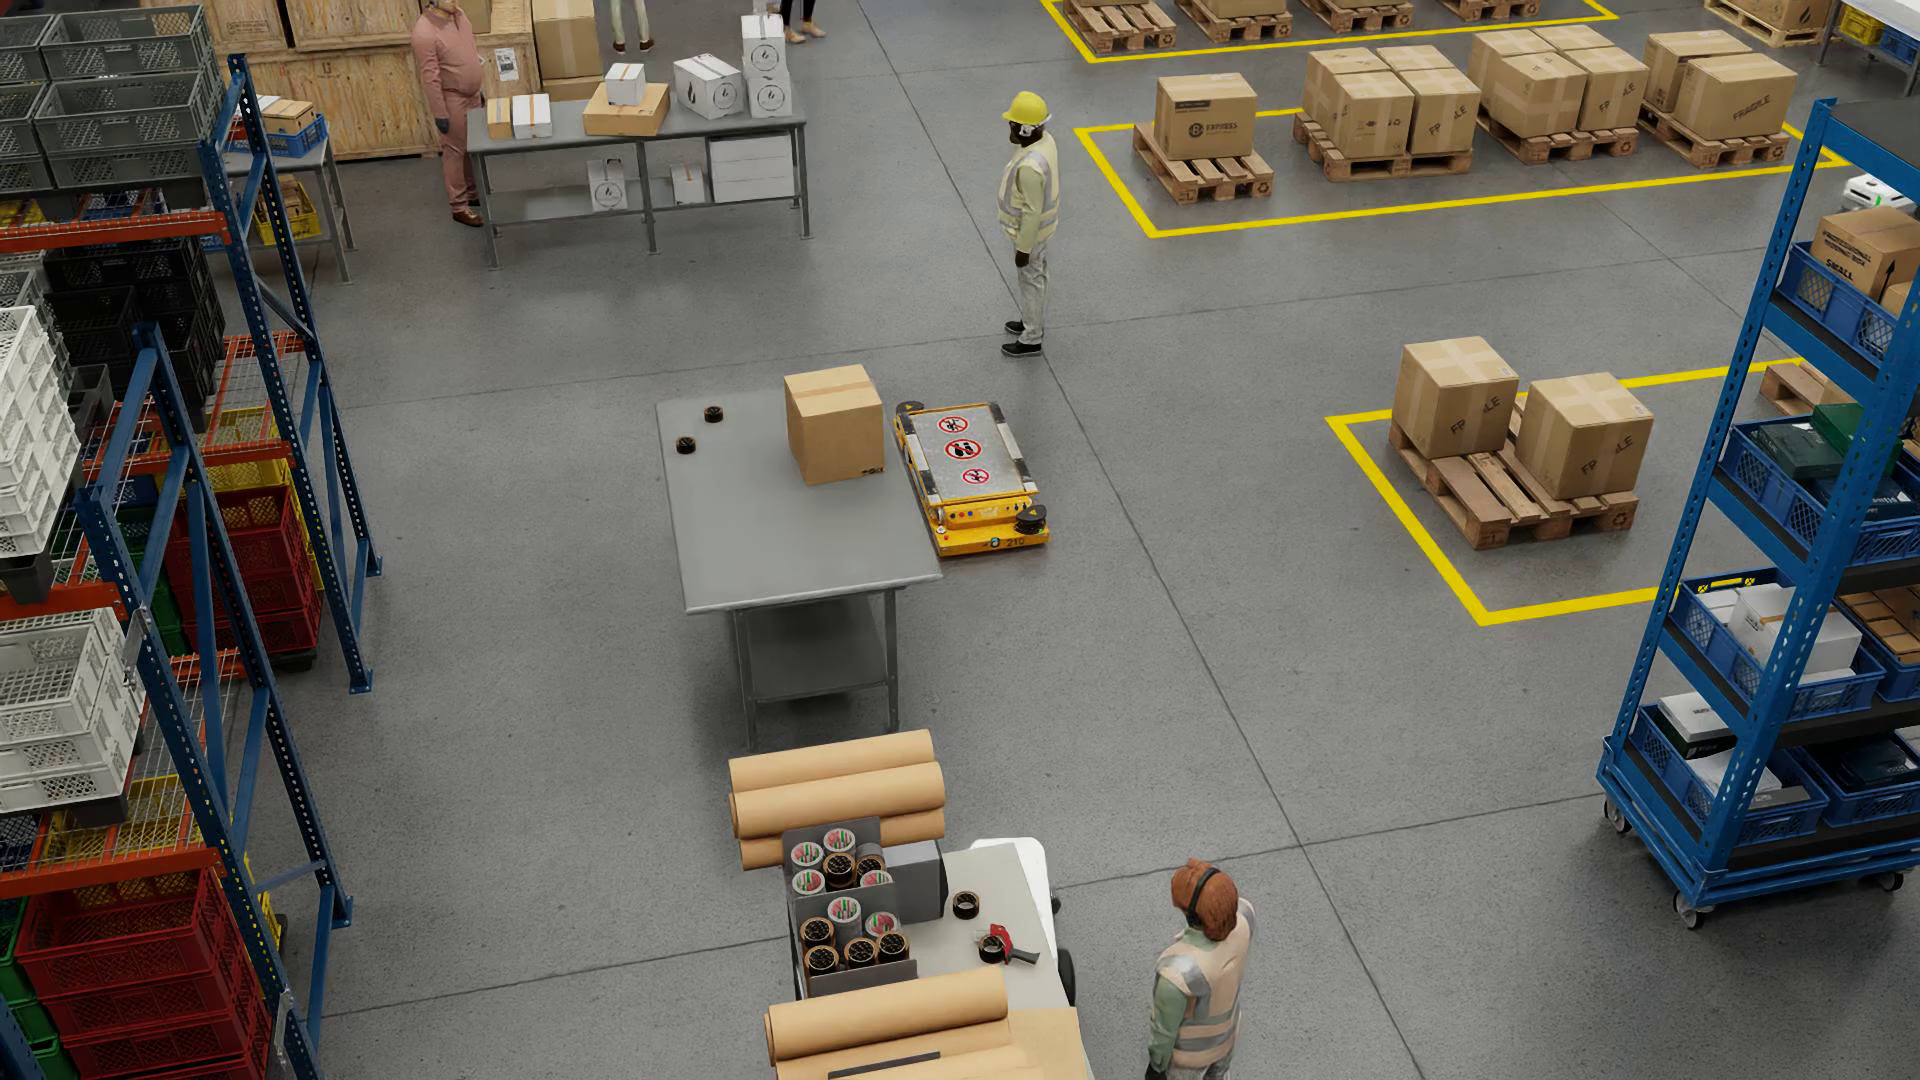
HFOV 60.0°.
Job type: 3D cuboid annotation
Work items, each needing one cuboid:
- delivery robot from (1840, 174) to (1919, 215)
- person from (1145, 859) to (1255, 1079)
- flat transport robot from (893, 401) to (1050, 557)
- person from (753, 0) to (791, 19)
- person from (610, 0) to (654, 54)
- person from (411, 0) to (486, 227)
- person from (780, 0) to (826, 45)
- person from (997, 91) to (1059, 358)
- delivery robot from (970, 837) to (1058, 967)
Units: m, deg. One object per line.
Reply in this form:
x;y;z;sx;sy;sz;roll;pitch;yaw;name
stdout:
7.197;-2.711;12.862;0.707;0.478;0.477;-17;40;-21;delivery robot
0.849;1.774;6.013;0.312;1.631;0.514;28;45;32;person
0.046;-0.430;10.108;0.652;0.197;1.431;-8;37;-10;flat transport robot
-1.936;-5.921;16.197;0.433;1.826;0.650;4;37;6;person
-3.199;-5.511;15.621;0.547;1.877;0.347;-5;37;-7;person
-3.818;-3.368;12.697;0.401;1.907;0.646;9;38;12;person
-1.517;-5.554;15.811;0.551;1.679;0.573;9;37;11;person
0.445;-2.084;11.031;0.404;1.835;0.589;6;37;8;person
0.217;1.591;7.080;0.477;0.478;0.707;-2;37;-2;delivery robot
